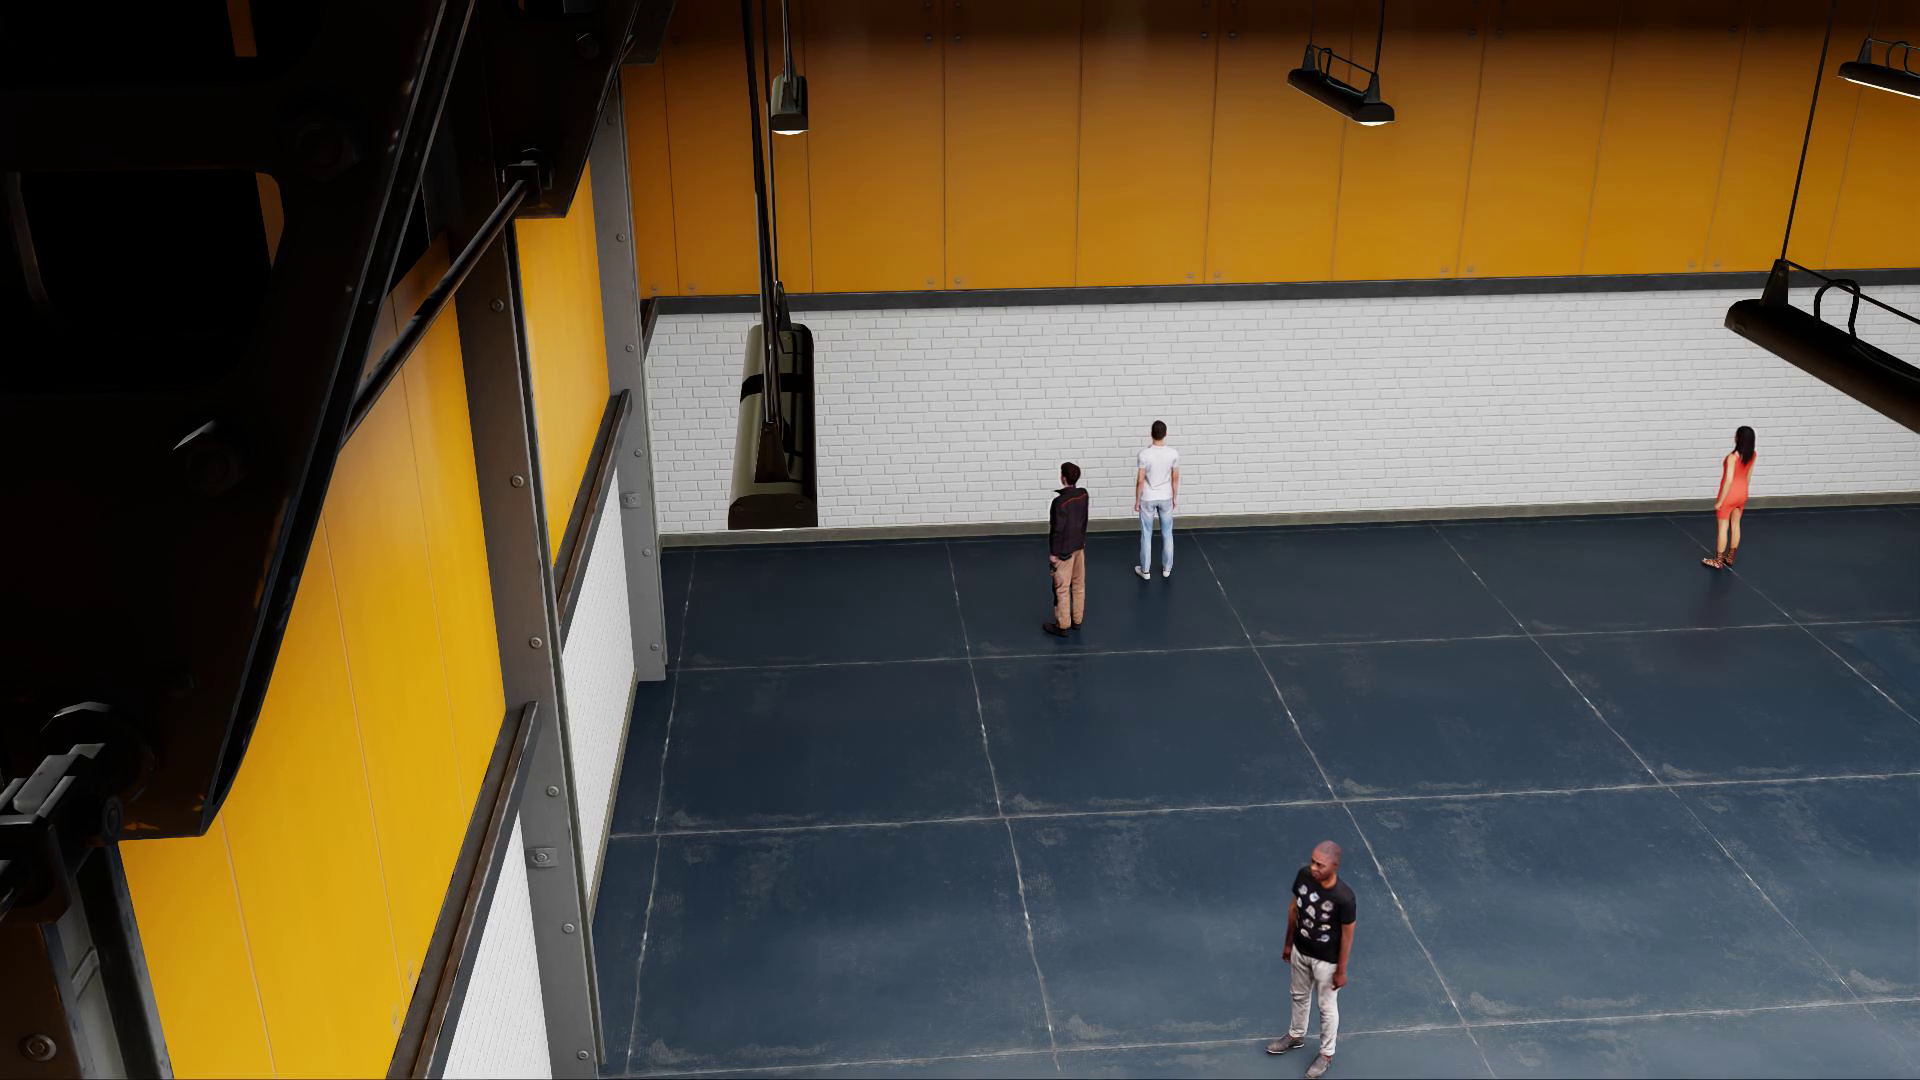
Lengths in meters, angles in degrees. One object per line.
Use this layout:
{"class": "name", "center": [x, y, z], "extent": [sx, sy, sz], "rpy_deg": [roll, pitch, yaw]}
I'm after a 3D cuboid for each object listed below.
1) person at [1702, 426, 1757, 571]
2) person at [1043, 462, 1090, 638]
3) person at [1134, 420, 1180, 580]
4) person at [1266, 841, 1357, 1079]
{"class": "person", "center": [8.843, -0.493, 19.031], "extent": [0.656, 1.719, 0.629], "rpy_deg": [-11, 26, -24]}
{"class": "person", "center": [1.132, 0.090, 17.442], "extent": [0.831, 1.925, 0.788], "rpy_deg": [21, 31, 40]}
{"class": "person", "center": [2.216, -0.455, 18.783], "extent": [0.652, 1.850, 0.557], "rpy_deg": [-4, 24, -8]}
{"class": "person", "center": [2.448, 2.821, 11.345], "extent": [0.821, 1.804, 0.723], "rpy_deg": [-19, 30, -36]}
